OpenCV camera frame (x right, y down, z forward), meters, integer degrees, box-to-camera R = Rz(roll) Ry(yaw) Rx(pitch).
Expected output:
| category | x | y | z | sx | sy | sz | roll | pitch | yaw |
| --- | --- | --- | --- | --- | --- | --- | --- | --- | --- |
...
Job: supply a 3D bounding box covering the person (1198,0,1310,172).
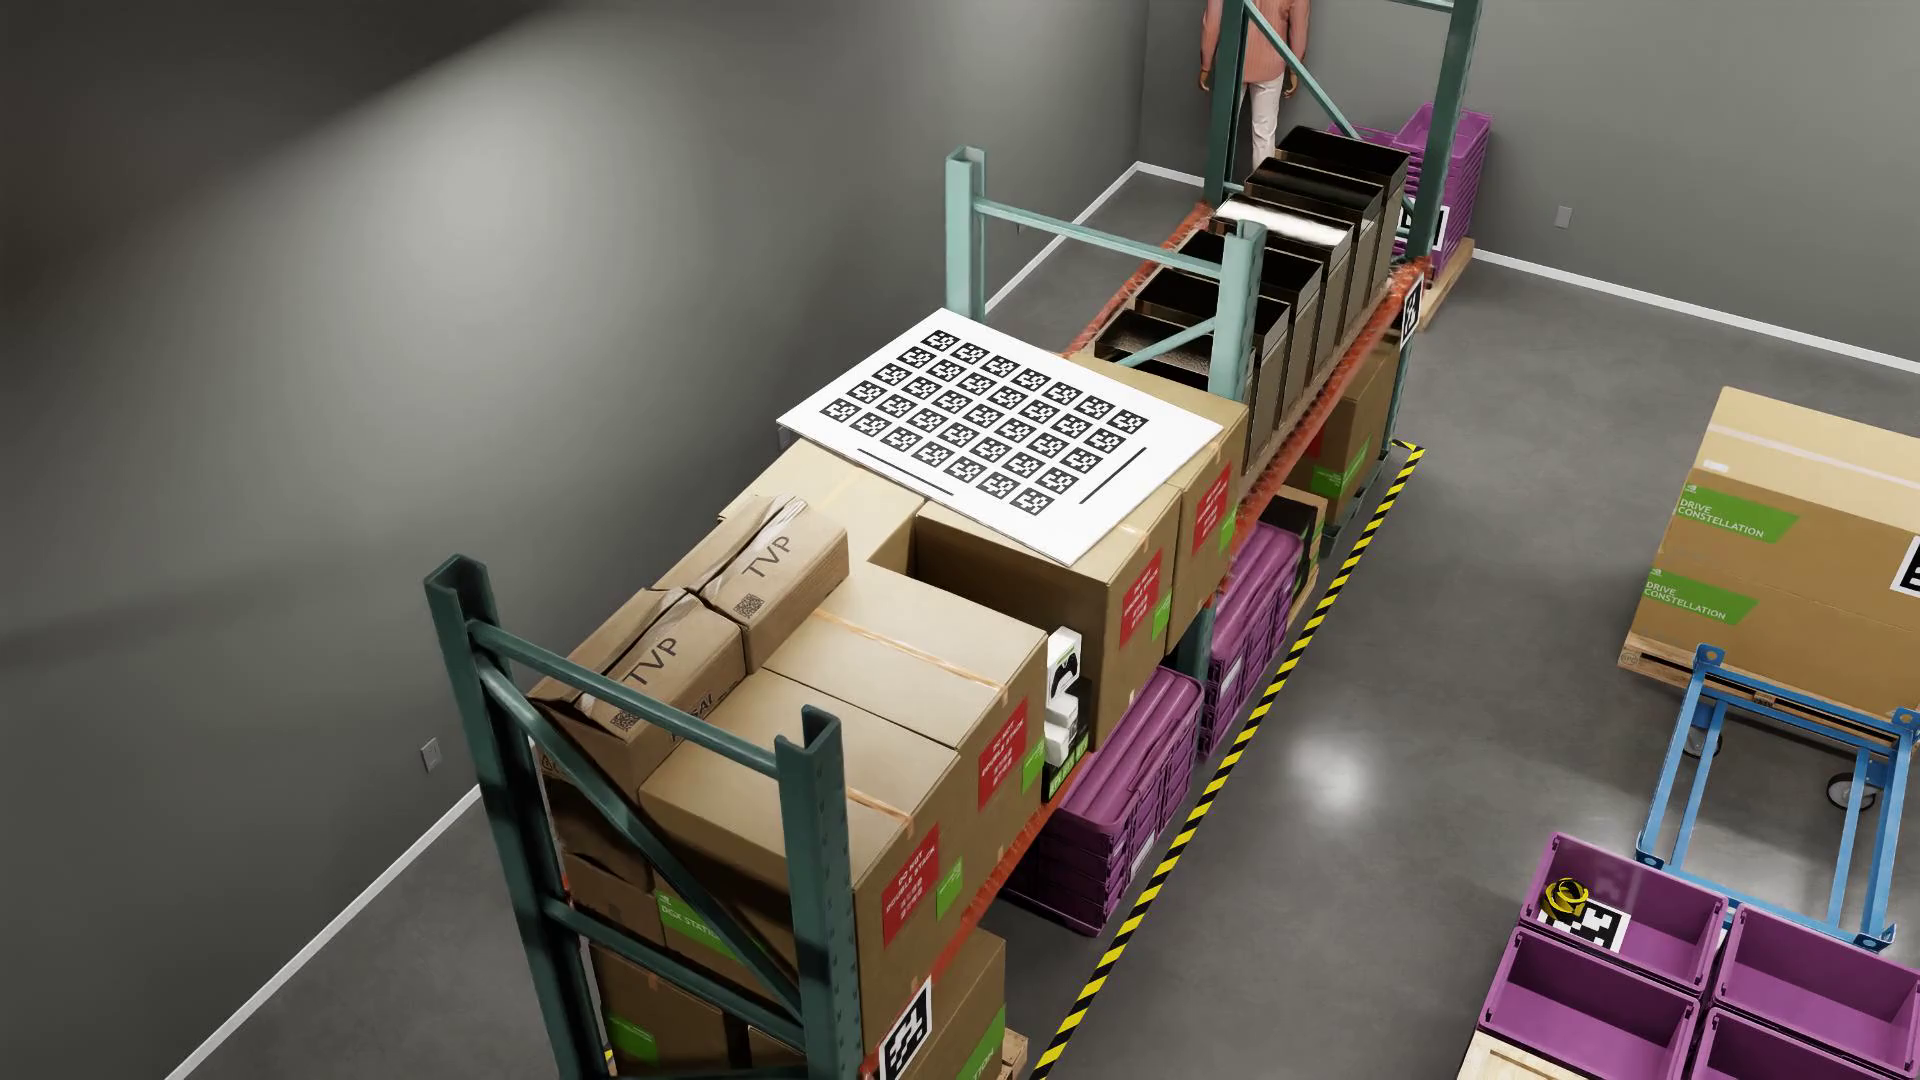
| category | x | y | z | sx | sy | sz | roll | pitch | yaw |
| --- | --- | --- | --- | --- | --- | --- | --- | --- | --- |
| person | 1.737 | -2.844 | 9.942 | 0.624 | 1.992 | 0.389 | 4 | 40 | 5 |
